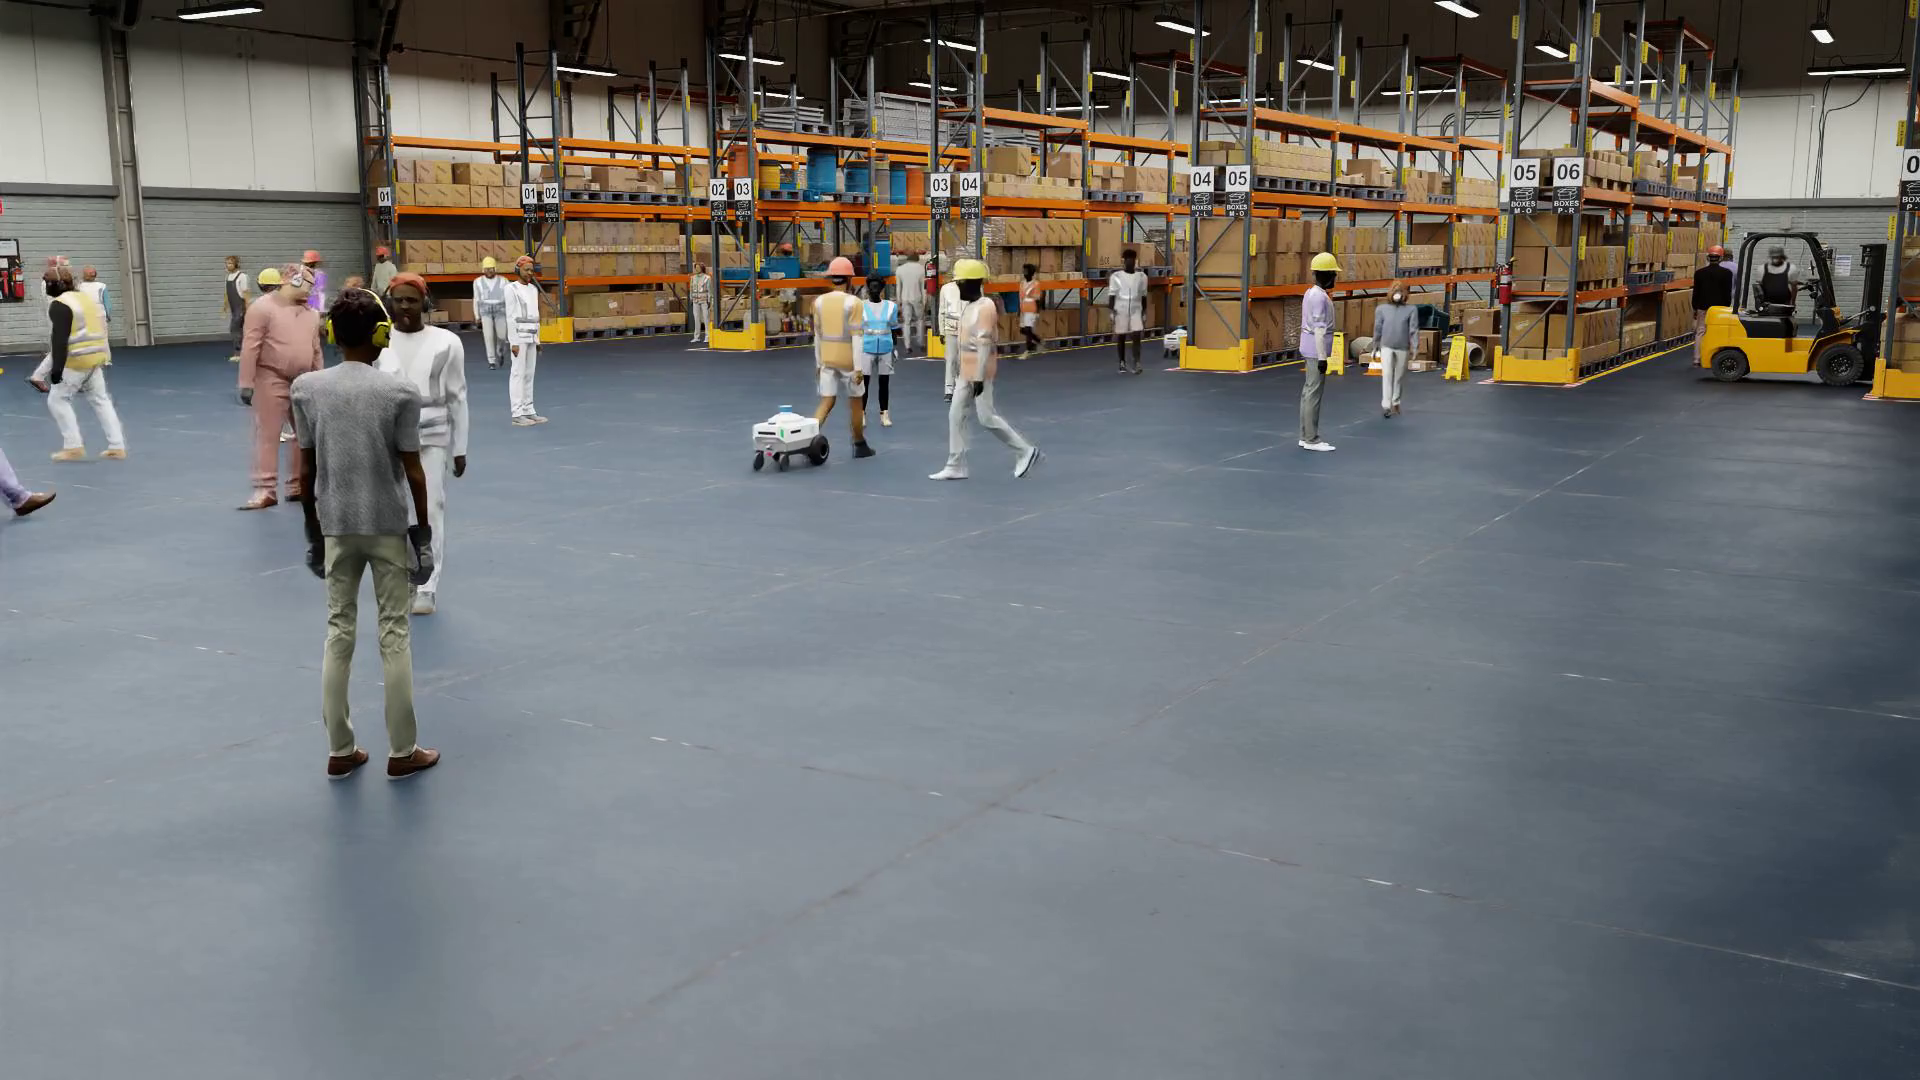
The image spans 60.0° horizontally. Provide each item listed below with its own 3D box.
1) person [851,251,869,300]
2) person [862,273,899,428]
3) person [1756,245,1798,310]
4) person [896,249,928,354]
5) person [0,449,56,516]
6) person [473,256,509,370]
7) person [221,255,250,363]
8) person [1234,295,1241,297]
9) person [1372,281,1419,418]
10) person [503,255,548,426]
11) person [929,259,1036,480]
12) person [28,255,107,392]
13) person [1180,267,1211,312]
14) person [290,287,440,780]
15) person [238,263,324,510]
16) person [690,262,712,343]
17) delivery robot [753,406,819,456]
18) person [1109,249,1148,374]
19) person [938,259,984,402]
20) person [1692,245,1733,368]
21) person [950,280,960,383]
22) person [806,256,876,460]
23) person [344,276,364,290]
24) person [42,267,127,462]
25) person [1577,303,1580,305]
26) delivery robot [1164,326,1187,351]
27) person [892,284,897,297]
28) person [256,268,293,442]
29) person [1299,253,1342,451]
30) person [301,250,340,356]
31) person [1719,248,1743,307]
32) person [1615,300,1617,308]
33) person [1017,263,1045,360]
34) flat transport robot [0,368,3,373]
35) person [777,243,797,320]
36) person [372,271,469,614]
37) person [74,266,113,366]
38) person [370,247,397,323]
[{"bbox_3d":[-2.467,-6.238,41.217,0.519,1.839,0.875,5,11,25],"label":"person"},{"bbox_3d":[-0.932,-2.081,18.300,0.540,1.697,0.318,-3,10,-15],"label":"person"},{"bbox_3d":[14.912,-4.420,30.448,0.691,2.000,1.057,7,12,34],"label":"person"},{"bbox_3d":[-0.842,-4.410,30.745,0.653,1.906,0.870,3,11,17],"label":"person"},{"bbox_3d":[-7.210,-1.048,12.060,0.676,1.853,0.975,8,13,37],"label":"person"},{"bbox_3d":[-7.531,-3.655,26.791,0.609,1.813,0.523,-3,10,-14],"label":"person"},{"bbox_3d":[-12.370,-3.921,28.275,0.509,1.826,0.634,8,13,38],"label":"person"},{"bbox_3d":[5.729,-4.959,34.163,0.954,1.786,0.572,-3,11,-16],"label":"person"},{"bbox_3d":[5.099,-2.234,19.480,0.513,1.583,0.890,2,10,11],"label":"person"},{"bbox_3d":[-4.857,-2.222,18.570,0.357,1.885,0.573,3,11,16],"label":"person"},{"bbox_3d":[0.198,-1.448,14.213,0.865,1.896,0.588,-4,11,-23],"label":"person"},{"bbox_3d":[-12.196,-2.921,22.534,0.927,1.875,0.652,-4,11,-21],"label":"person"},{"bbox_3d":[4.710,-4.785,33.158,0.731,1.823,0.451,9,13,41],"label":"person"},{"bbox_3d":[-2.238,-0.013,6.281,0.506,1.860,0.312,0,10,1],"label":"person"},{"bbox_3d":[-5.211,-1.178,12.788,0.398,1.874,0.773,5,11,28],"label":"person"},{"bbox_3d":[-5.288,-4.845,33.948,0.514,1.641,0.309,5,11,24],"label":"person"},{"bbox_3d":[-1.568,-0.972,15.034,0.477,0.478,0.707,5,11,24],"label":"delivery robot"},{"bbox_3d":[2.613,-3.516,25.720,0.616,1.918,0.987,0,10,0],"label":"person"},{"bbox_3d":[0.018,-2.663,21.216,0.587,1.823,0.403,0,10,0],"label":"person"},{"bbox_3d":[12.209,-3.776,27.010,0.606,1.986,0.400,9,14,42],"label":"person"},{"bbox_3d":[0.029,-3.111,23.972,0.519,1.722,0.516,-2,10,-10],"label":"person"},{"bbox_3d":[-1.127,-1.680,15.488,0.556,1.909,0.871,6,12,30],"label":"person"},{"bbox_3d":[-7.676,-2.511,20.944,0.686,1.614,0.511,-4,11,-20],"label":"person"},{"bbox_3d":[-8.174,-1.618,15.411,0.654,1.802,0.705,-1,10,-3],"label":"person"},{"bbox_3d":[12.770,-5.105,34.837,0.550,1.838,0.690,-5,11,-27],"label":"person"},{"bbox_3d":[3.907,-3.558,29.517,0.477,0.478,0.707,6,12,32],"label":"delivery robot"},{"bbox_3d":[-1.711,-7.445,47.732,0.597,1.917,0.374,5,11,26],"label":"person"},{"bbox_3d":[-7.019,-1.886,17.025,0.326,1.767,0.533,-1,10,-5],"label":"person"},{"bbox_3d":[3.518,-1.838,16.300,0.369,1.928,0.586,1,10,4],"label":"person"},{"bbox_3d":[-11.019,-4.028,28.618,0.678,1.911,0.582,-9,14,-42],"label":"person"},{"bbox_3d":[14.487,-4.564,31.548,0.630,1.938,0.373,5,11,27],"label":"person"},{"bbox_3d":[15.683,-5.863,38.994,0.864,1.881,0.642,5,11,27],"label":"person"},{"bbox_3d":[1.258,-3.983,28.978,0.565,1.684,0.533,-6,12,-31],"label":"person"},{"bbox_3d":[-15.106,-2.537,24.858,0.652,0.197,1.431,1,10,8],"label":"flat transport robot"},{"bbox_3d":[-4.080,-5.912,38.841,0.611,2.031,0.615,6,12,31],"label":"person"},{"bbox_3d":[-2.997,-0.528,9.121,0.608,1.872,0.449,-2,10,-11],"label":"person"},{"bbox_3d":[-14.233,-3.664,27.328,0.512,1.642,0.311,-5,11,-27],"label":"person"},{"bbox_3d":[-12.222,-5.219,35.190,0.620,1.936,1.026,8,13,37],"label":"person"}]
